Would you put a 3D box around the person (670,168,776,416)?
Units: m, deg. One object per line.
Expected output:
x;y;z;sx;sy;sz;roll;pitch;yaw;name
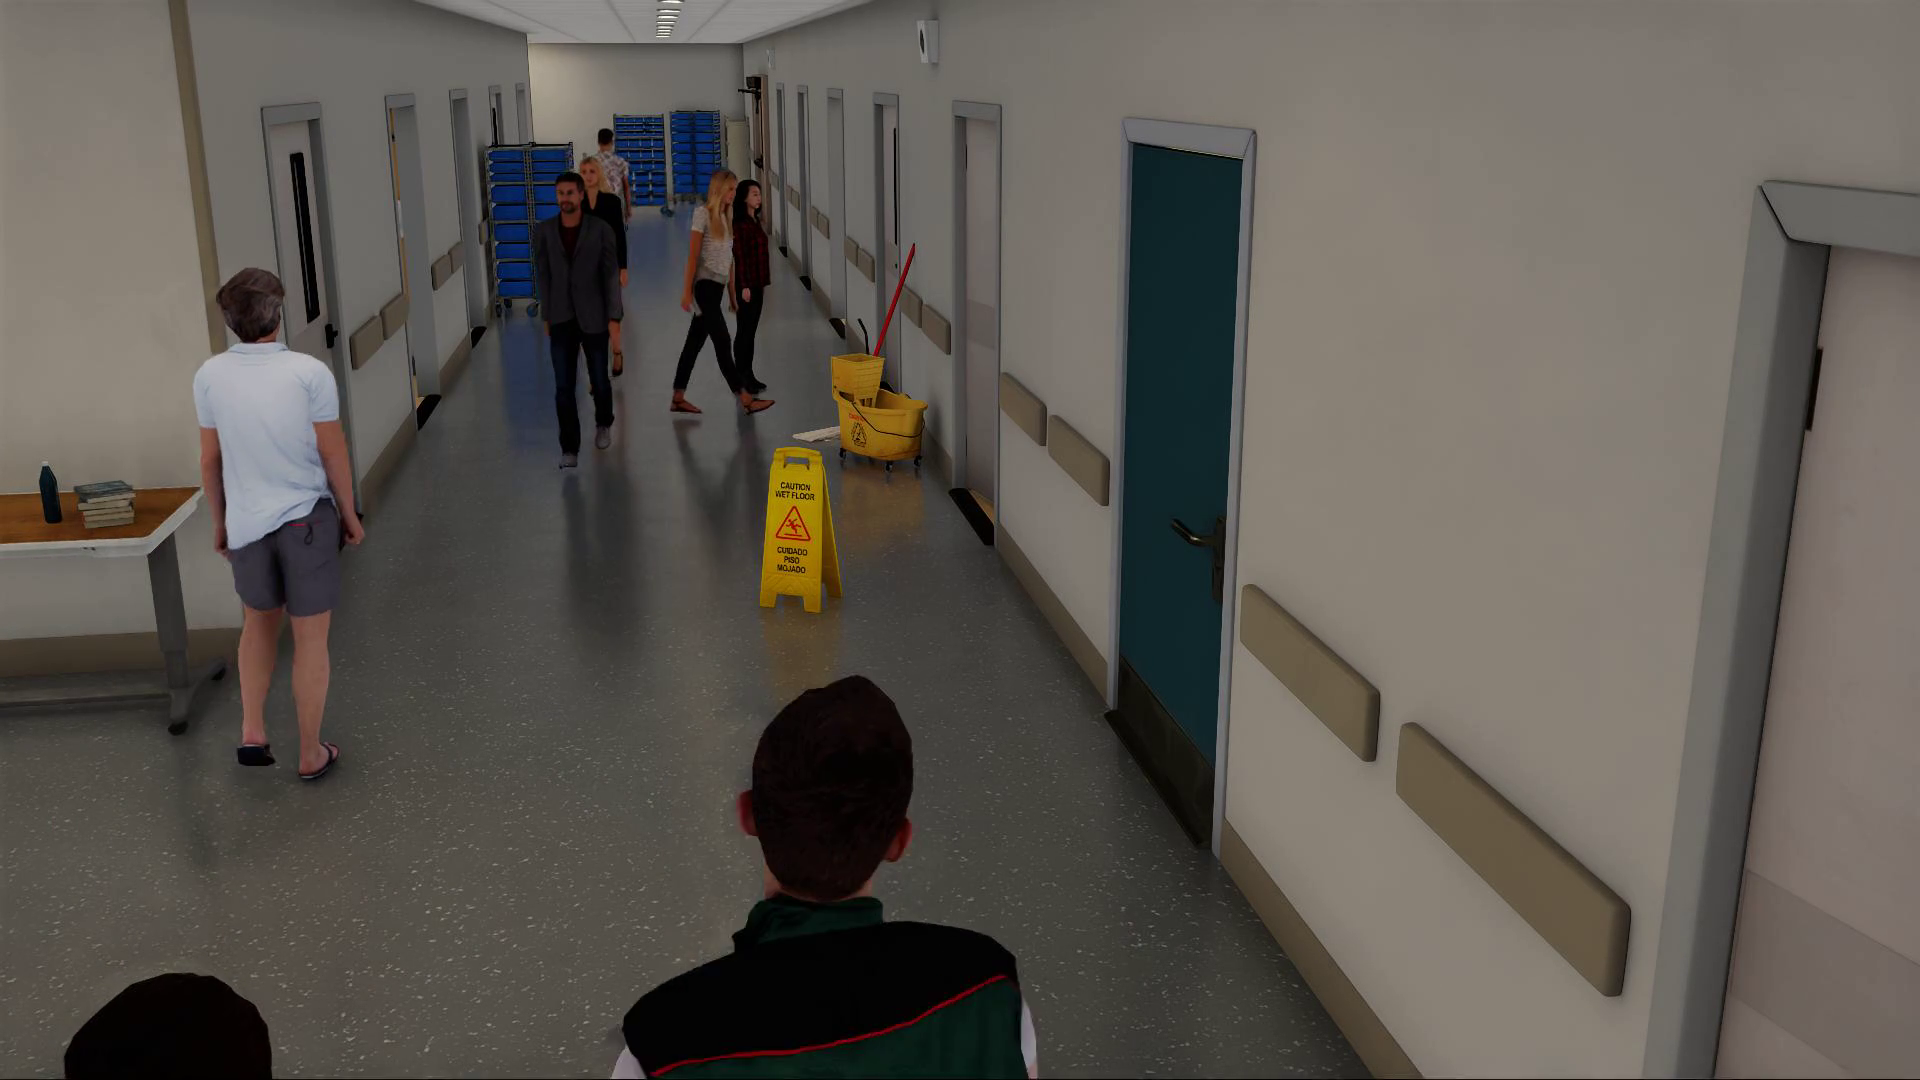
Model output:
-1.928;-1.763;12.077;1.023;1.772;1.128;6;17;19;person

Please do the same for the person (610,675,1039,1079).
-0.133;1.065;1.943;0.813;1.822;0.783;-9;18;-29;person

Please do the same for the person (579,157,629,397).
-2.798;-2.045;13.035;0.727;1.794;1.222;-1;16;-2;person

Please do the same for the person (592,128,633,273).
-4.188;-3.977;19.884;0.666;1.795;0.979;-3;16;-11;person

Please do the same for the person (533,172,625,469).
-2.430;-1.409;10.706;0.779;1.832;1.214;-1;16;-4;person

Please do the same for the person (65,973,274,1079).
-0.851;1.198;1.966;0.530;1.551;0.586;-3;16;-9;person

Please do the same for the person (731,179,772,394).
-1.688;-2.009;13.159;0.715;1.656;0.576;3;16;11;person

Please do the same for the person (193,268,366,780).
-2.388;-0.013;5.775;0.689;1.822;0.739;-1;16;-2;person
